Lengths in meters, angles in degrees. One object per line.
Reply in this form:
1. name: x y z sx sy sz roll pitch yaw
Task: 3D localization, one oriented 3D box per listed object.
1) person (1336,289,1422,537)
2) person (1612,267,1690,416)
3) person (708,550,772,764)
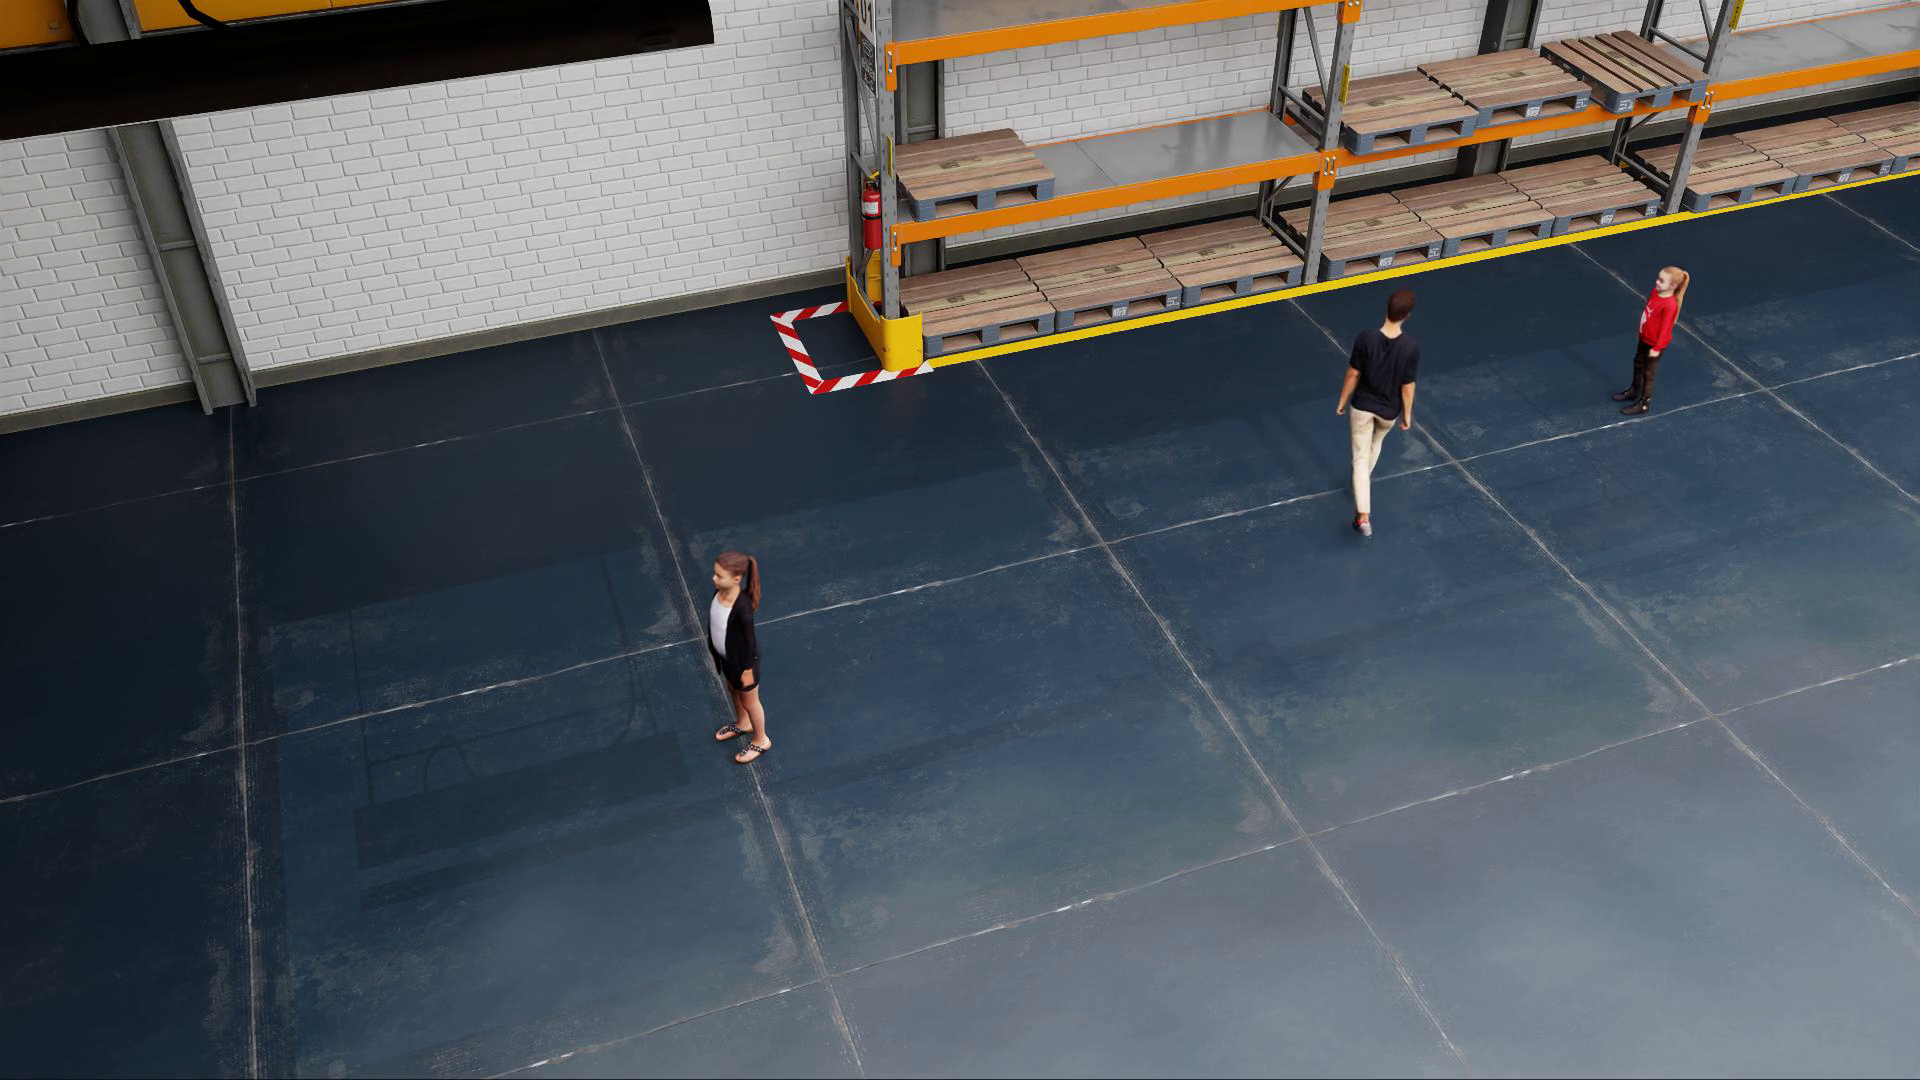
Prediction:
1. person: 2.978 -0.862 11.881 1.151 1.799 1.047 3 39 4
2. person: 5.508 -1.594 13.212 0.534 1.282 0.517 -5 39 -7
3. person: -1.350 0.685 10.138 0.621 1.556 0.599 -24 44 -27
